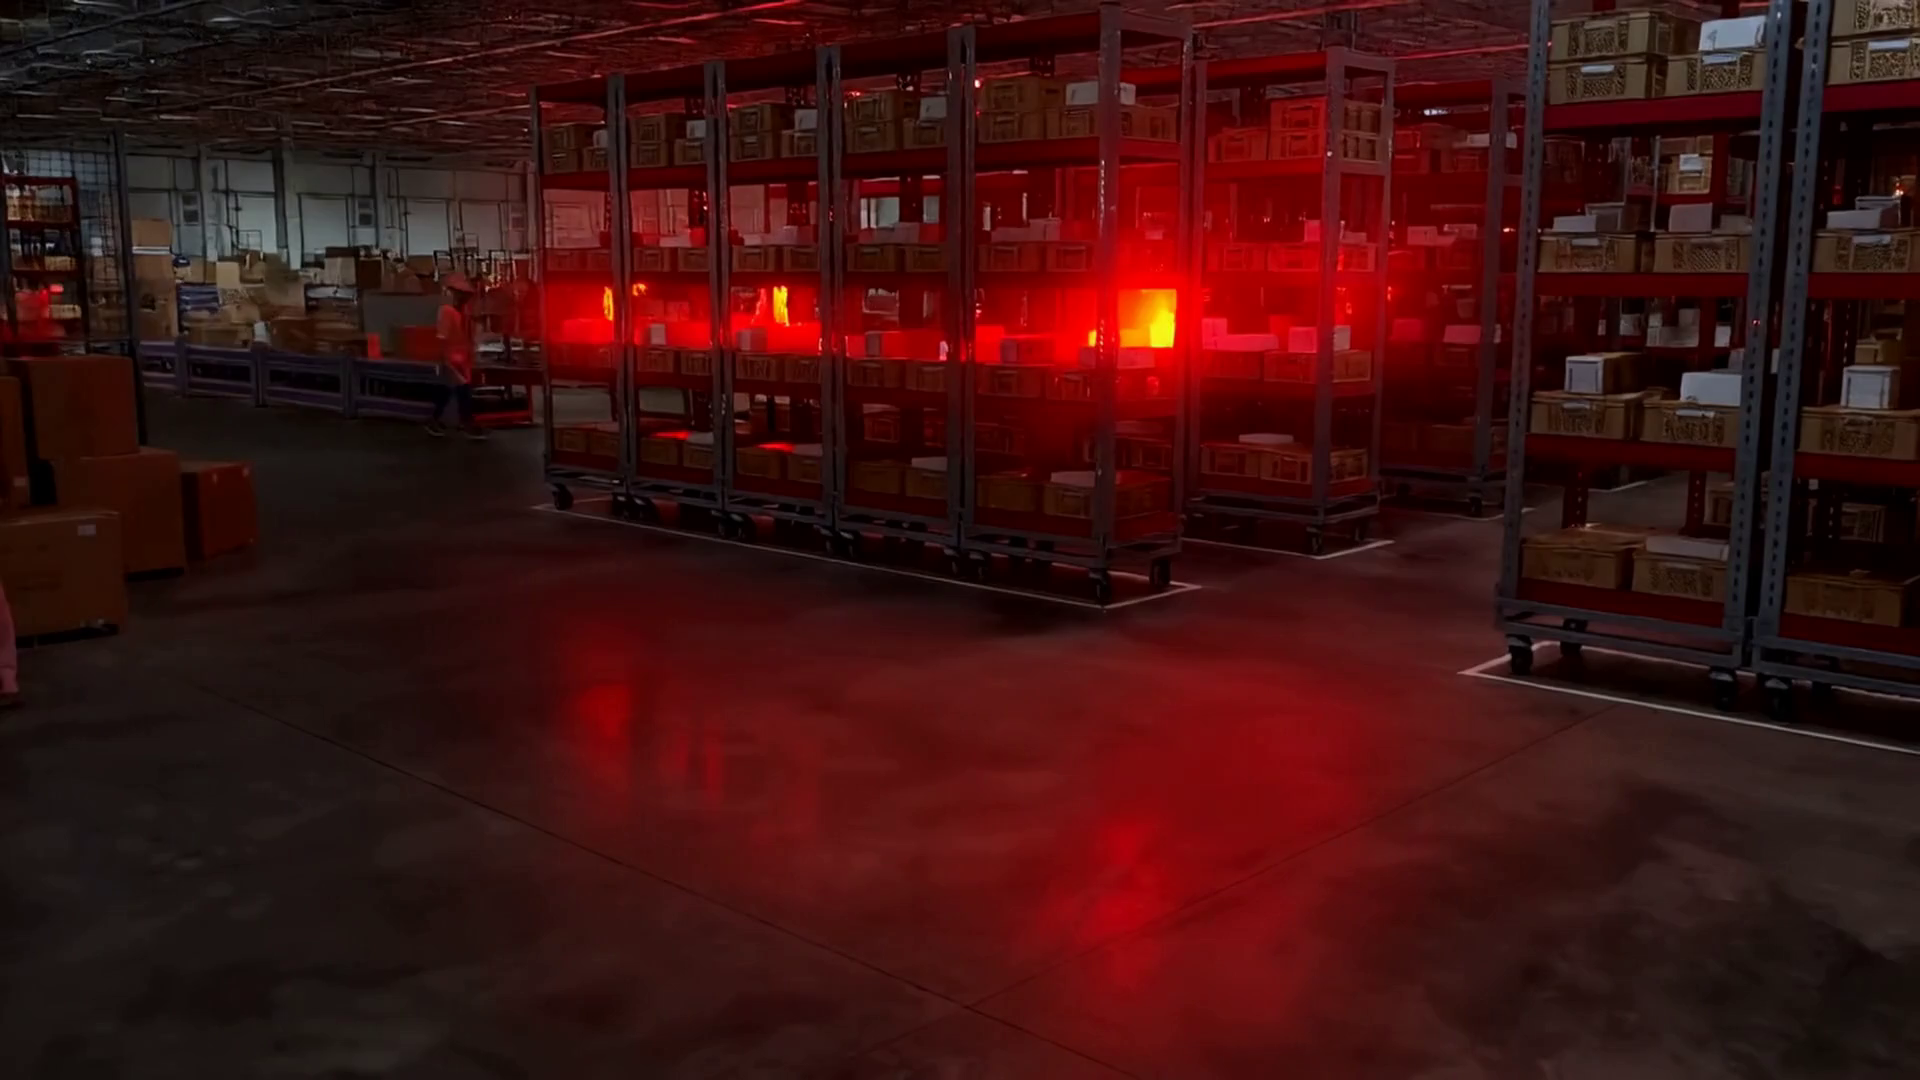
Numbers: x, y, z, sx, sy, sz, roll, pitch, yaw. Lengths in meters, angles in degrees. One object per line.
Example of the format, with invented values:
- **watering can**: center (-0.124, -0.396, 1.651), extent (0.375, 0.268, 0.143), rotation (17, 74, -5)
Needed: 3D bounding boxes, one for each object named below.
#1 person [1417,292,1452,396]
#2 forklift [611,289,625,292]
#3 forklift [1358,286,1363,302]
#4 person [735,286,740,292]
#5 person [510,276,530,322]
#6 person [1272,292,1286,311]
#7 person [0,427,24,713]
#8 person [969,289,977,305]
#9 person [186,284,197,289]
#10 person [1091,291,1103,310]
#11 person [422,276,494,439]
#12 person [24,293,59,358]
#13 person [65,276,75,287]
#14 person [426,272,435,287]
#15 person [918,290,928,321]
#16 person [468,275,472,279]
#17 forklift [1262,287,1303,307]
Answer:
- **person**: center (5.231, -1.885, 18.777), extent (0.608, 1.808, 0.615), rotation (-8, 12, -42)
- **forklift**: center (-17.598, -13.454, 86.436), extent (1.129, 2.768, 1.873), rotation (9, 13, 43)
- **forklift**: center (11.100, -7.017, 46.970), extent (1.873, 2.768, 1.129), rotation (9, 13, 43)
- **person**: center (-8.902, -9.601, 65.630), extent (0.603, 1.959, 0.376), rotation (-8, 12, -41)
- **person**: center (-15.600, -8.454, 59.024), extent (0.682, 1.841, 1.048), rotation (6, 11, 34)
- **person**: center (4.943, -2.868, 24.751), extent (0.770, 1.815, 0.585), rotation (-9, 13, -43)
- **person**: center (-4.636, -0.171, 7.697), extent (0.396, 1.992, 0.619), rotation (-7, 11, -35)
- **person**: center (0.314, -6.903, 48.832), extent (0.377, 2.044, 0.607), rotation (2, 10, 15)
- **person**: center (-21.812, -6.549, 47.201), extent (1.016, 1.869, 0.669), rotation (-3, 10, -15)
- **person**: center (4.908, -8.402, 59.068), extent (0.540, 1.697, 0.318), rotation (-2, 9, -12)
- **person**: center (-6.214, -2.224, 20.350), extent (1.046, 1.997, 0.620), rotation (3, 10, 17)
- **person**: center (-11.818, -2.295, 21.472), extent (0.359, 1.758, 0.541), rotation (3, 10, 16)
- **person**: center (-37.496, -10.307, 70.079), extent (0.828, 1.920, 0.618), rotation (1, 9, 6)
- **person**: center (-23.422, -10.947, 74.015), extent (0.656, 1.919, 0.550), rotation (-3, 10, -16)
- **person**: center (-1.005, -5.632, 41.727), extent (0.403, 1.820, 0.603), rotation (-4, 10, -24)
- **person**: center (-22.196, -11.159, 74.929), extent (0.705, 2.000, 1.006), rotation (-3, 10, -19)
- **forklift**: center (10.769, -8.203, 54.240), extent (1.129, 2.768, 1.873), rotation (8, 12, 42)
